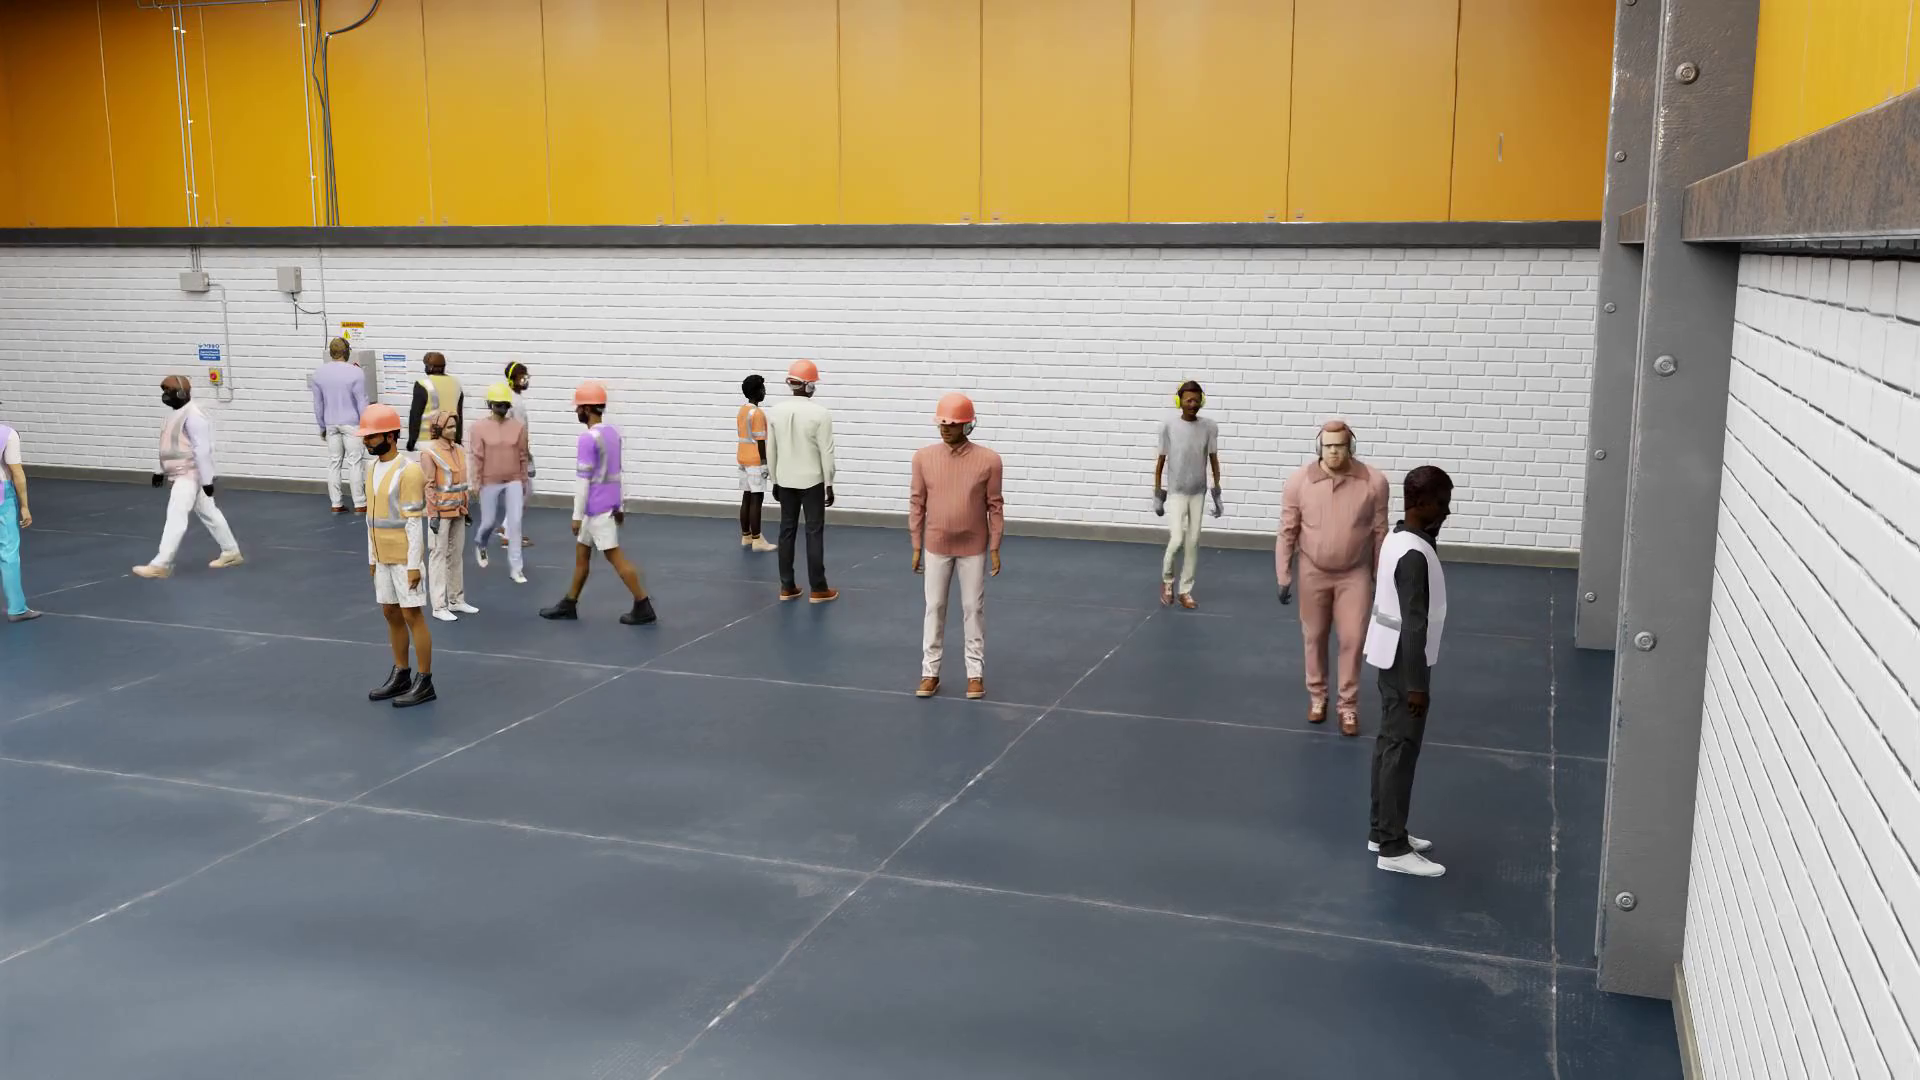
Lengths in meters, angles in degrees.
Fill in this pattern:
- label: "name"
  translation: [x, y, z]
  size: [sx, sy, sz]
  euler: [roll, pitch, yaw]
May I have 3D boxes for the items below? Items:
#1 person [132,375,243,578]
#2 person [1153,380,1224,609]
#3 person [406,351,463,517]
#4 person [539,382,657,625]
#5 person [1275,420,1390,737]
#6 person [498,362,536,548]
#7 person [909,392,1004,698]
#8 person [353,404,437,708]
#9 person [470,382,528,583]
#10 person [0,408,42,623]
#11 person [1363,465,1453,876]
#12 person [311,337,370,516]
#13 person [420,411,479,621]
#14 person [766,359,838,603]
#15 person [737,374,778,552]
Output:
- label: "person"
  translation: [-6.896, -0.579, 14.808]
  size: [0.978, 1.793, 0.640]
  euler: [-8, 13, -37]
- label: "person"
  translation: [1.844, -0.361, 13.382]
  size: [0.529, 1.854, 0.383]
  euler: [-2, 10, -12]
- label: "person"
  translation: [-5.531, -1.095, 17.631]
  size: [0.845, 1.817, 0.631]
  euler: [4, 11, 24]
- label: "person"
  translation: [-2.791, -0.275, 12.816]
  size: [0.977, 1.890, 0.558]
  euler: [1, 10, 8]
- label: "person"
  translation: [2.230, 0.226, 9.996]
  size: [0.673, 1.879, 0.729]
  euler: [3, 10, 14]
- label: "person"
  translation: [-4.261, -0.810, 16.002]
  size: [0.383, 1.827, 0.631]
  euler: [-4, 11, -21]
- label: "person"
  translation: [-0.024, 0.038, 10.741]
  size: [0.612, 1.991, 0.392]
  euler: [1, 10, 6]
- label: "person"
  translation: [-3.613, 0.098, 10.582]
  size: [0.542, 1.933, 0.383]
  euler: [8, 13, 37]
- label: "person"
  translation: [-4.051, -0.522, 14.597]
  size: [0.529, 1.746, 0.721]
  euler: [-6, 12, -32]
- label: "person"
  translation: [-7.488, -0.262, 12.847]
  size: [0.572, 1.842, 0.376]
  euler: [0, 10, 1]
- label: "person"
  translation: [2.097, 0.598, 7.812]
  size: [0.392, 1.914, 0.587]
  euler: [1, 10, 7]
- label: "person"
  translation: [-6.671, -1.225, 18.008]
  size: [0.627, 1.940, 0.373]
  euler: [2, 10, 11]
- label: "person"
  translation: [-4.021, -0.196, 13.052]
  size: [0.307, 1.641, 0.513]
  euler: [3, 10, 16]
- label: "person"
  translation: [-1.289, -0.483, 13.666]
  size: [0.613, 1.994, 0.395]
  euler: [5, 11, 26]
- label: "person"
  translation: [-1.964, -0.737, 15.940]
  size: [0.319, 1.696, 0.532]
  euler: [-5, 11, -27]
